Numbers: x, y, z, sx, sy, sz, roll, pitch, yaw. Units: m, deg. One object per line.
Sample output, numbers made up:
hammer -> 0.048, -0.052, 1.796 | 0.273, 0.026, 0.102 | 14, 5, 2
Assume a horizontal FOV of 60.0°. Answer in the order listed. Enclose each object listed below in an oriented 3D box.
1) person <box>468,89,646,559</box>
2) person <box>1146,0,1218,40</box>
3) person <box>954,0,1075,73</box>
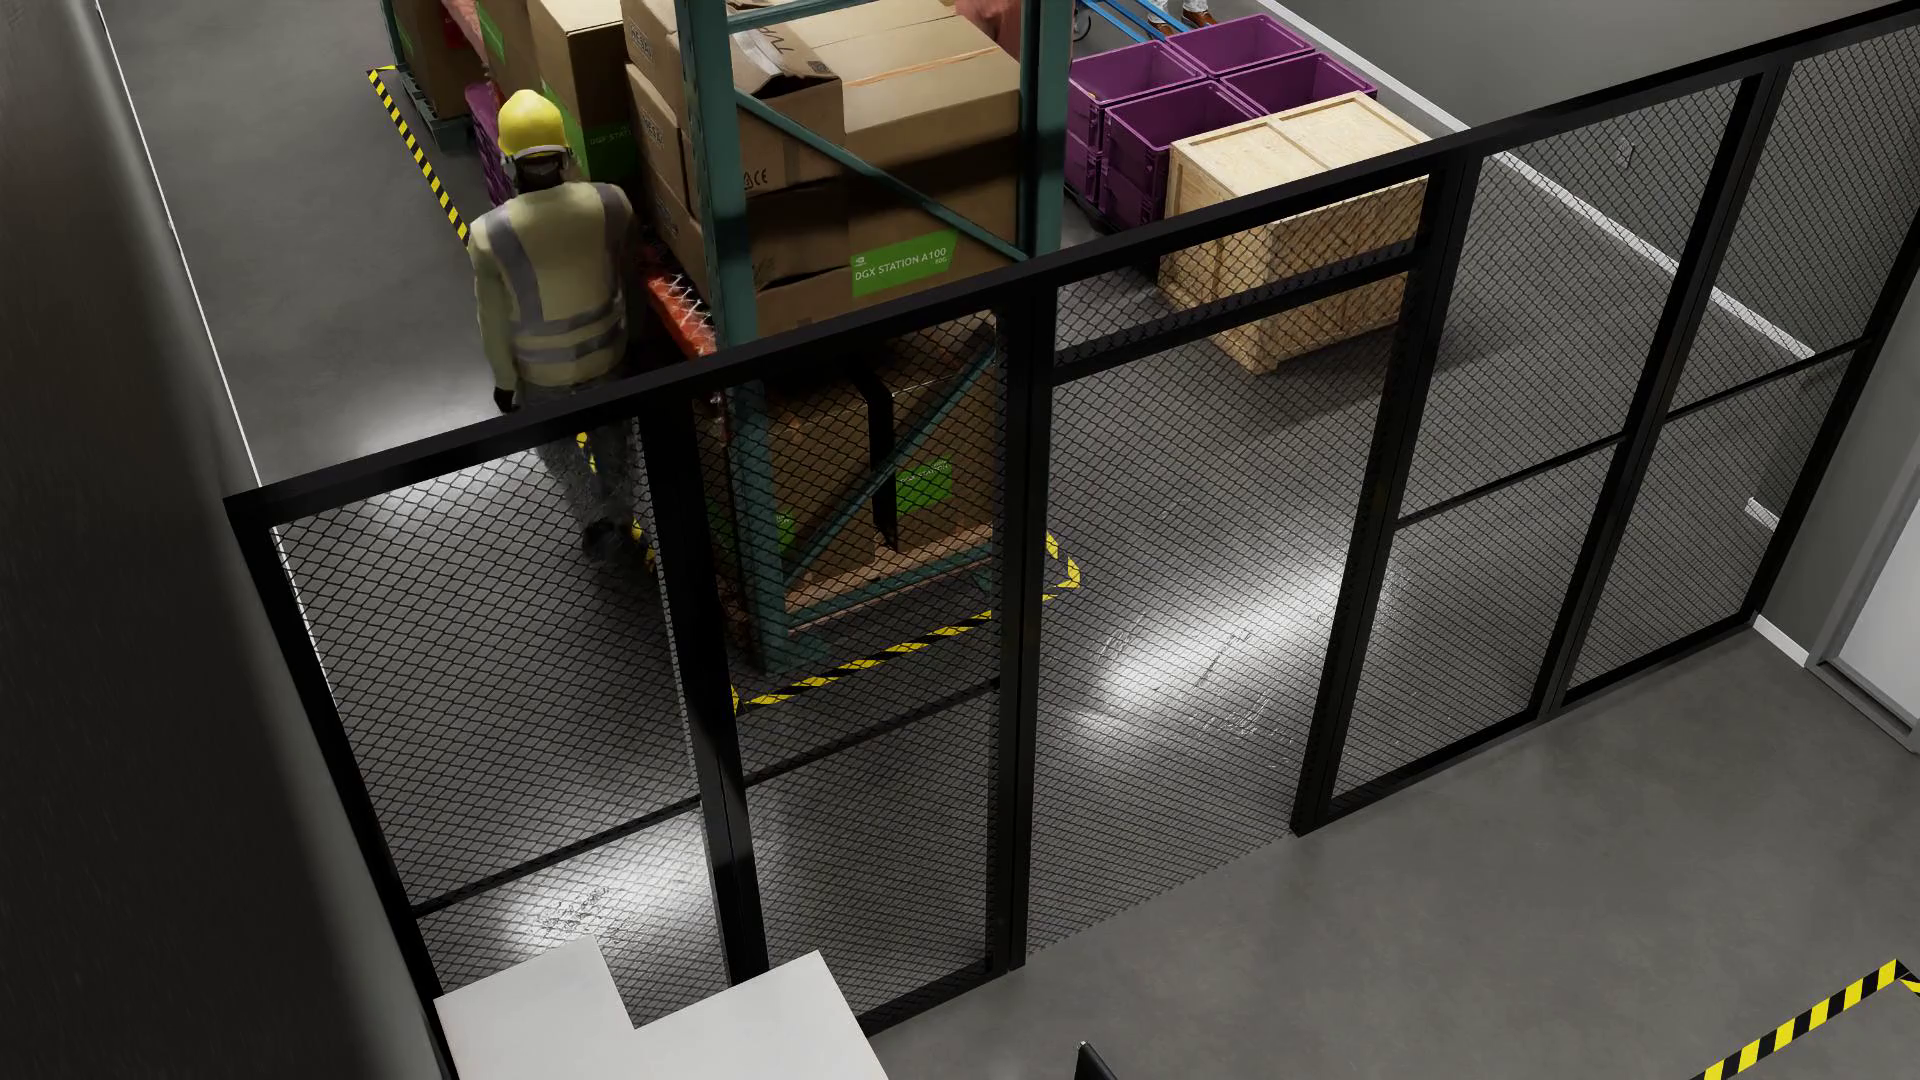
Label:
person -> -1.359, -0.681, 5.783 | 0.608, 1.810, 0.443 | -25, 48, -25
person -> 1.271, -3.627, 8.913 | 0.629, 1.940, 0.372 | -22, 47, -22
person -> 0.200, -1.810, 6.886 | 0.612, 1.992, 0.402 | -30, 50, -29
